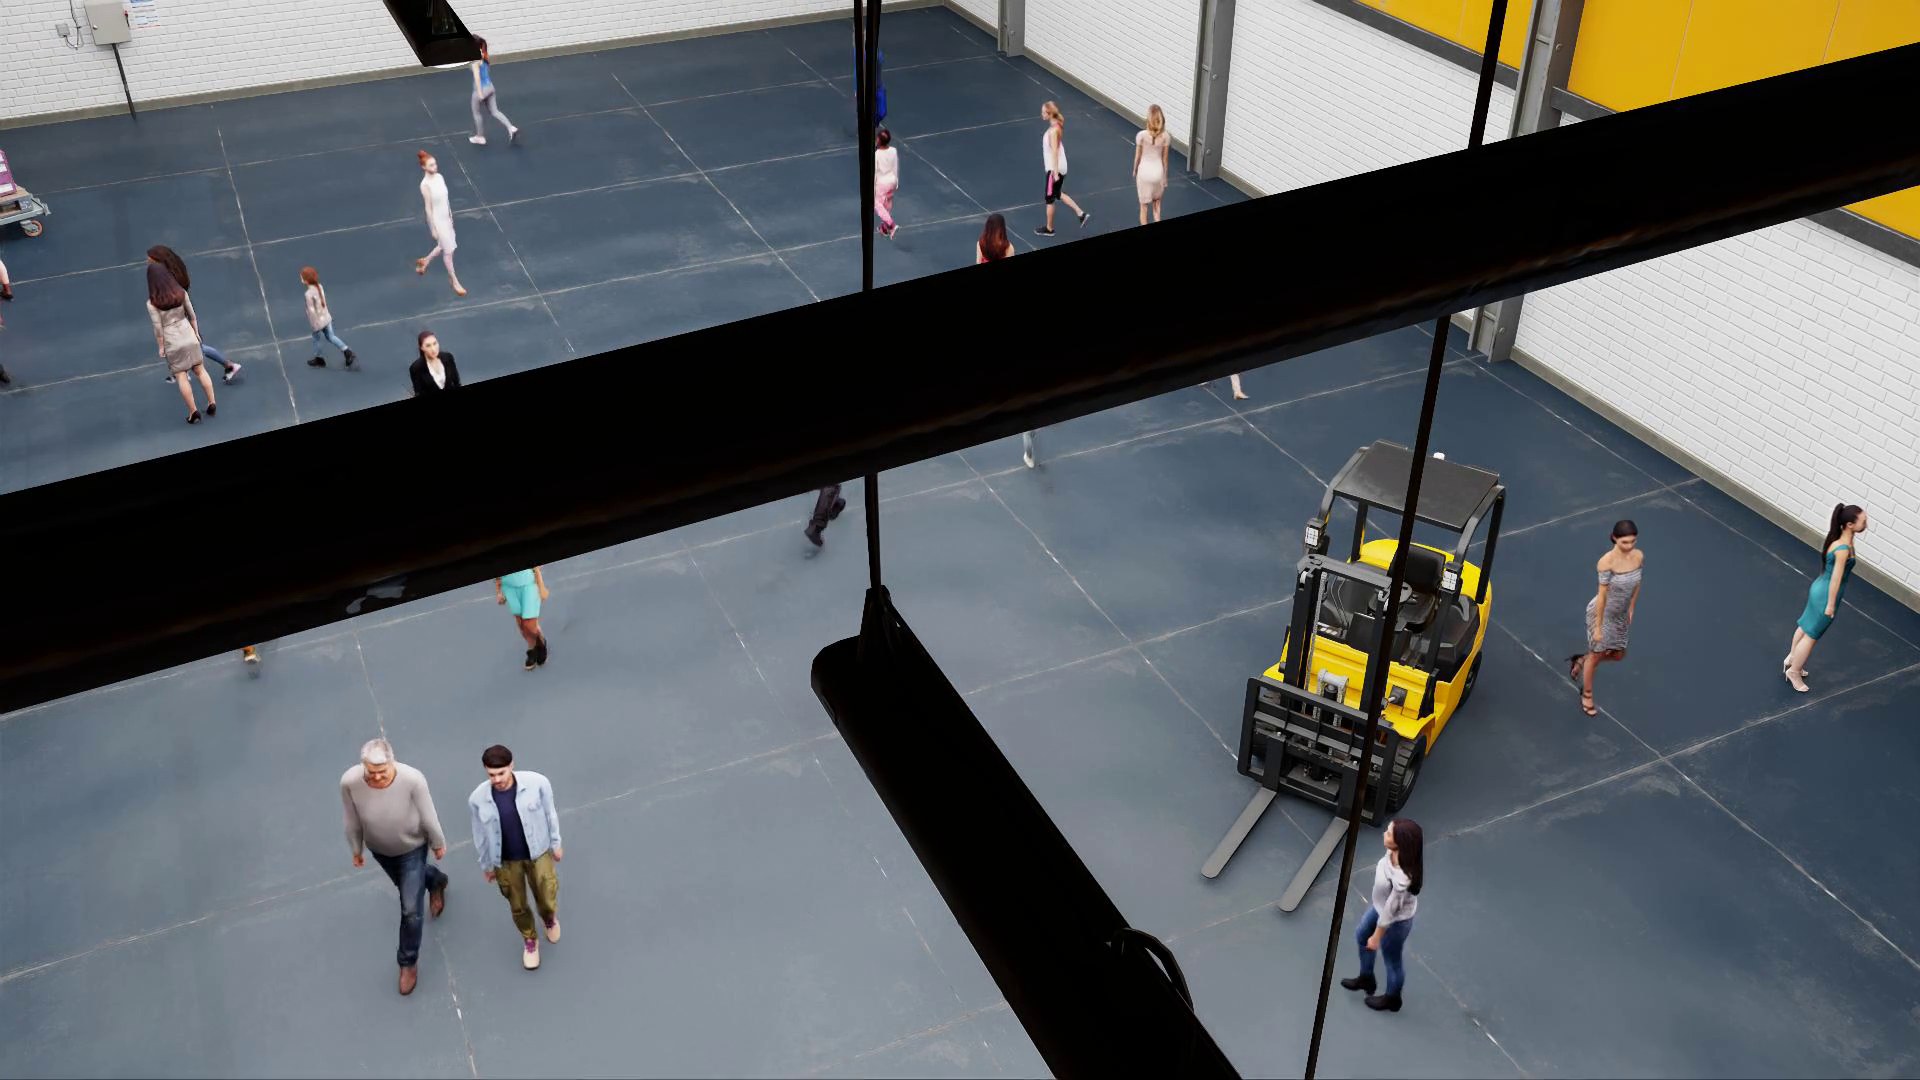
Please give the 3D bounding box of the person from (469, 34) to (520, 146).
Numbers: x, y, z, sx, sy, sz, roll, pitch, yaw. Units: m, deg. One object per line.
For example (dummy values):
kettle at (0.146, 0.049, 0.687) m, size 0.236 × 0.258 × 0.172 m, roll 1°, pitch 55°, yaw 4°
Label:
person at (-6.688, -6.364, 23.583) m, size 1.041 × 1.586 × 0.972 m, roll 12°, pitch 35°, yaw 17°

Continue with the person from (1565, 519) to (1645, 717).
person at (4.971, 0.568, 12.954) m, size 0.616 × 1.807 × 0.730 m, roll -14°, pitch 36°, yaw -20°

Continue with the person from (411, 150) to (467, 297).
person at (-6.127, -3.680, 19.373) m, size 0.956 × 1.776 × 0.923 m, roll 9°, pitch 35°, yaw 13°

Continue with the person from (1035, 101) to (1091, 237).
person at (1.301, -4.608, 20.781) m, size 1.009 × 1.763 × 0.991 m, roll 7°, pitch 34°, yaw 10°

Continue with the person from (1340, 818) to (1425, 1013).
person at (2.788, 2.376, 10.403) m, size 0.811 × 1.621 × 0.741 m, roll 8°, pitch 34°, yaw 11°

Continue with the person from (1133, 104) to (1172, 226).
person at (2.344, -4.406, 20.431) m, size 0.690 × 1.813 × 0.741 m, roll 0°, pitch 34°, yaw 0°

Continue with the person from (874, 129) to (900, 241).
person at (-0.907, -4.444, 20.833) m, size 0.604 × 1.432 × 0.836 m, roll -20°, pitch 39°, yaw -27°

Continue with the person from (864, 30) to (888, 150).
person at (-1.321, -6.378, 23.511) m, size 0.701 × 1.688 × 0.712 m, roll -27°, pitch 42°, yaw -34°

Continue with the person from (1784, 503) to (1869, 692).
person at (6.898, 0.445, 13.249) m, size 0.667 × 1.686 × 0.619 m, roll 13°, pitch 36°, yaw 19°

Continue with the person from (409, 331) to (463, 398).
person at (-4.963, -1.265, 15.872) m, size 0.795 × 1.630 × 1.101 m, roll -26°, pitch 42°, yaw -34°

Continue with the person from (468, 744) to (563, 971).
person at (-2.854, 1.997, 10.813) m, size 0.755 × 1.798 × 0.758 m, roll -8°, pitch 34°, yaw -11°

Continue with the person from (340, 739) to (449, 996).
person at (-3.644, 1.935, 10.854) m, size 1.130 × 1.854 × 1.335 m, roll 3°, pitch 34°, yaw 5°

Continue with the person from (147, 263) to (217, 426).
person at (-7.905, -1.990, 16.859) m, size 0.647 × 1.744 × 0.661 m, roll 25°, pitch 41°, yaw 33°

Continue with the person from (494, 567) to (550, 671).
person at (-3.543, 0.344, 13.524) m, size 0.676 × 1.549 × 0.718 m, roll 5°, pitch 34°, yaw 7°

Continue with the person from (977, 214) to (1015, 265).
person at (0.392, -2.761, 18.095) m, size 0.655 × 1.661 × 0.717 m, roll 12°, pitch 35°, yaw 17°

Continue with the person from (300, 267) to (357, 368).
person at (-6.869, -2.381, 17.959) m, size 0.834 × 1.178 × 0.811 m, roll 8°, pitch 34°, yaw 12°

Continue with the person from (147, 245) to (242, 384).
person at (-8.129, -2.348, 17.538) m, size 0.713 × 1.588 × 0.979 m, roll -9°, pitch 35°, yaw -14°
